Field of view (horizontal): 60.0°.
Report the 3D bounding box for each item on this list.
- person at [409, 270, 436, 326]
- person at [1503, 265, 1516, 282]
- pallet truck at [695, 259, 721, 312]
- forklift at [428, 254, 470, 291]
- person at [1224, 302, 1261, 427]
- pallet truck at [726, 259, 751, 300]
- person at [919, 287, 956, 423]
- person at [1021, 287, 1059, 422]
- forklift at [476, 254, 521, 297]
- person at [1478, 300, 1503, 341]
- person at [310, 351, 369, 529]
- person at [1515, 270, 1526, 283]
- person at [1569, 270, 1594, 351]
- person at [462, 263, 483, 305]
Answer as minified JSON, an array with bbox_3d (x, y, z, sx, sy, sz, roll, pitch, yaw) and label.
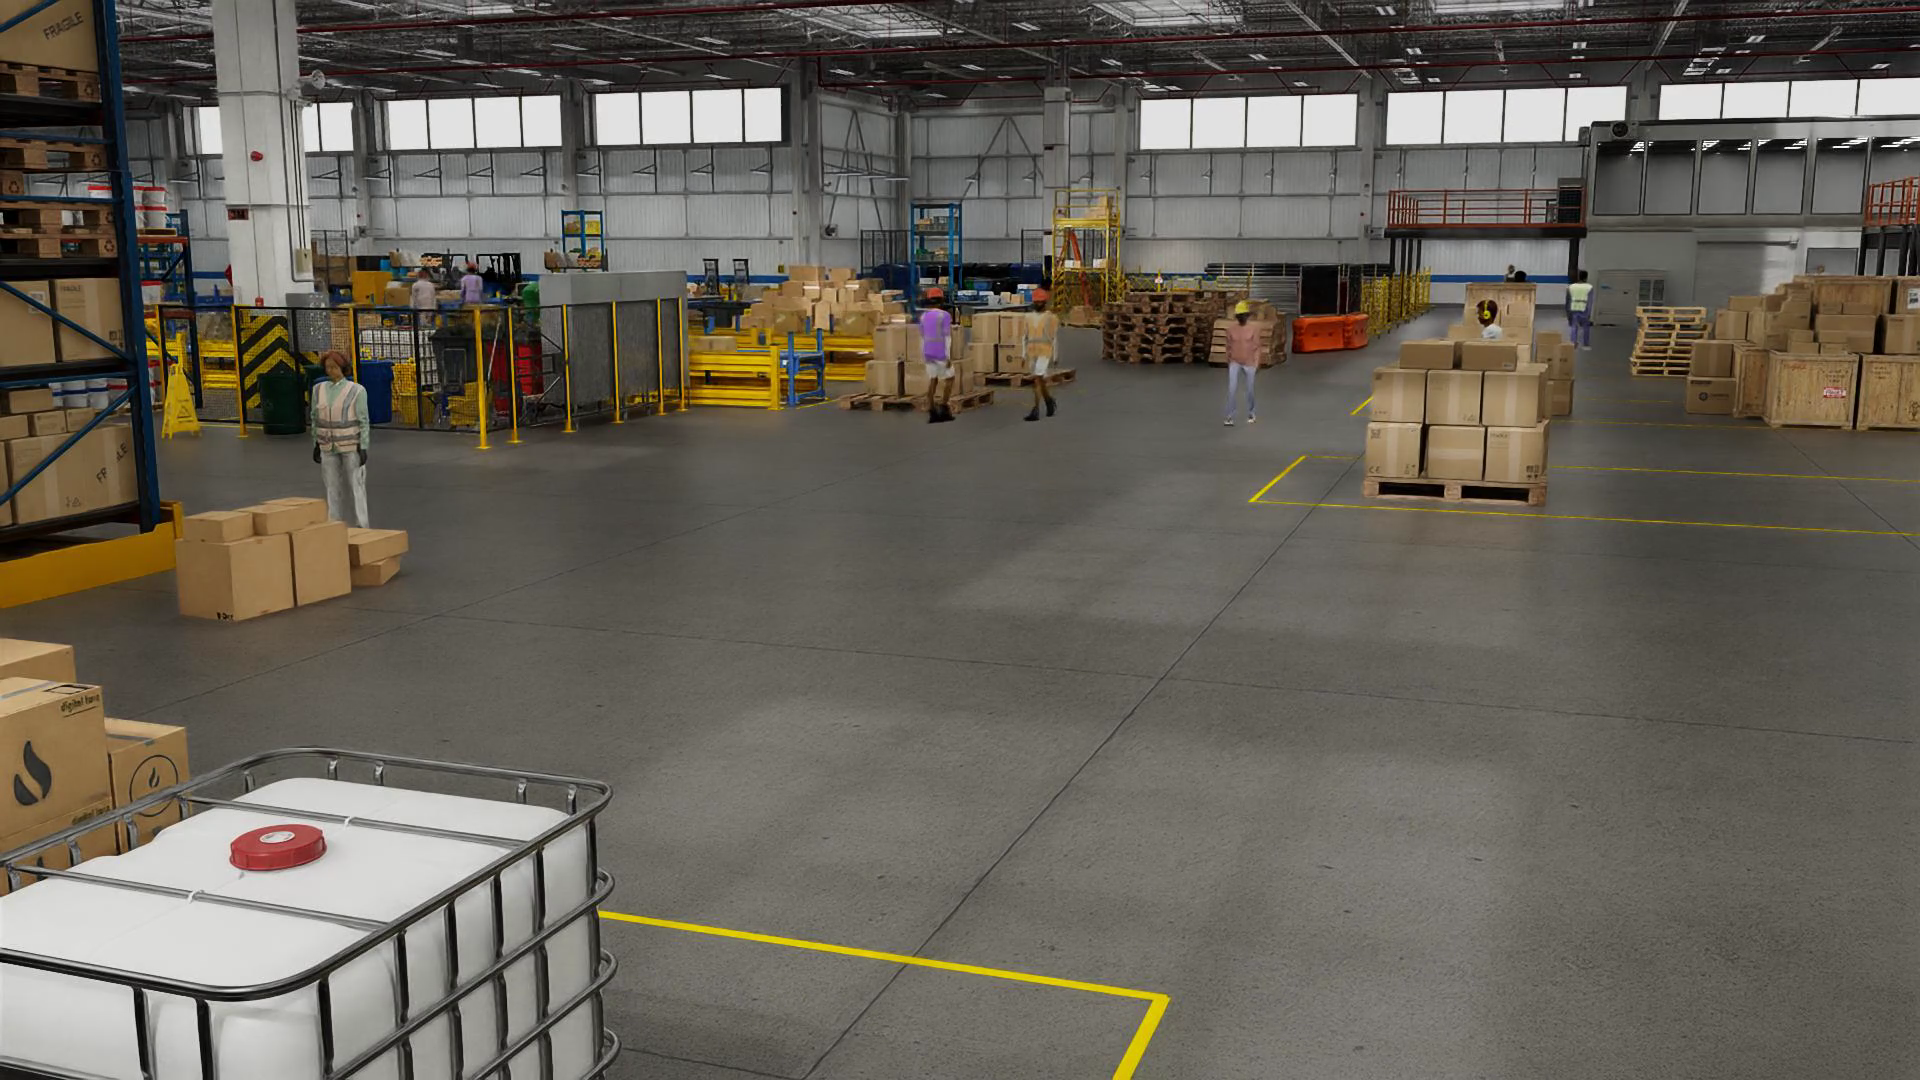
[{"bbox_3d":[-13.558,-5.900,42.159,0.889,1.872,0.639,5,11,26],"label":"person"},{"bbox_3d":[19.105,-8.624,57.728,0.518,1.796,0.961,4,11,21],"label":"person"},{"bbox_3d":[-9.165,-9.627,62.776,0.823,1.965,1.885,4,11,23],"label":"pallet truck"},{"bbox_3d":[-20.133,-10.254,65.465,1.157,1.987,2.680,3,11,19],"label":"forklift"},{"bbox_3d":[3.954,-2.461,23.205,0.527,1.722,0.915,4,11,22],"label":"person"},{"bbox_3d":[-7.986,-9.493,62.019,0.823,1.965,1.885,3,11,17],"label":"pallet truck"},{"bbox_3d":[-0.298,-2.608,23.487,0.582,1.909,0.572,8,13,39],"label":"person"},{"bbox_3d":[1.178,-2.676,23.866,0.550,1.913,0.870,7,12,34],"label":"person"},{"bbox_3d":[-17.990,-10.121,64.684,1.157,1.987,2.680,3,11,17],"label":"forklift"},{"bbox_3d":[6.158,-1.876,19.492,0.329,1.869,0.511,6,12,32],"label":"person"},{"bbox_3d":[-5.120,-0.745,13.758,0.510,1.641,0.308,2,10,11],"label":"person"},{"bbox_3d":[11.759,-4.711,35.183,0.372,1.963,0.608,8,13,39],"label":"person"},{"bbox_3d":[14.732,-5.428,39.422,0.613,1.890,0.806,8,13,39],"label":"person"},{"bbox_3d":[-13.435,-6.660,46.043,0.635,1.995,1.003,1,10,6],"label":"person"}]
